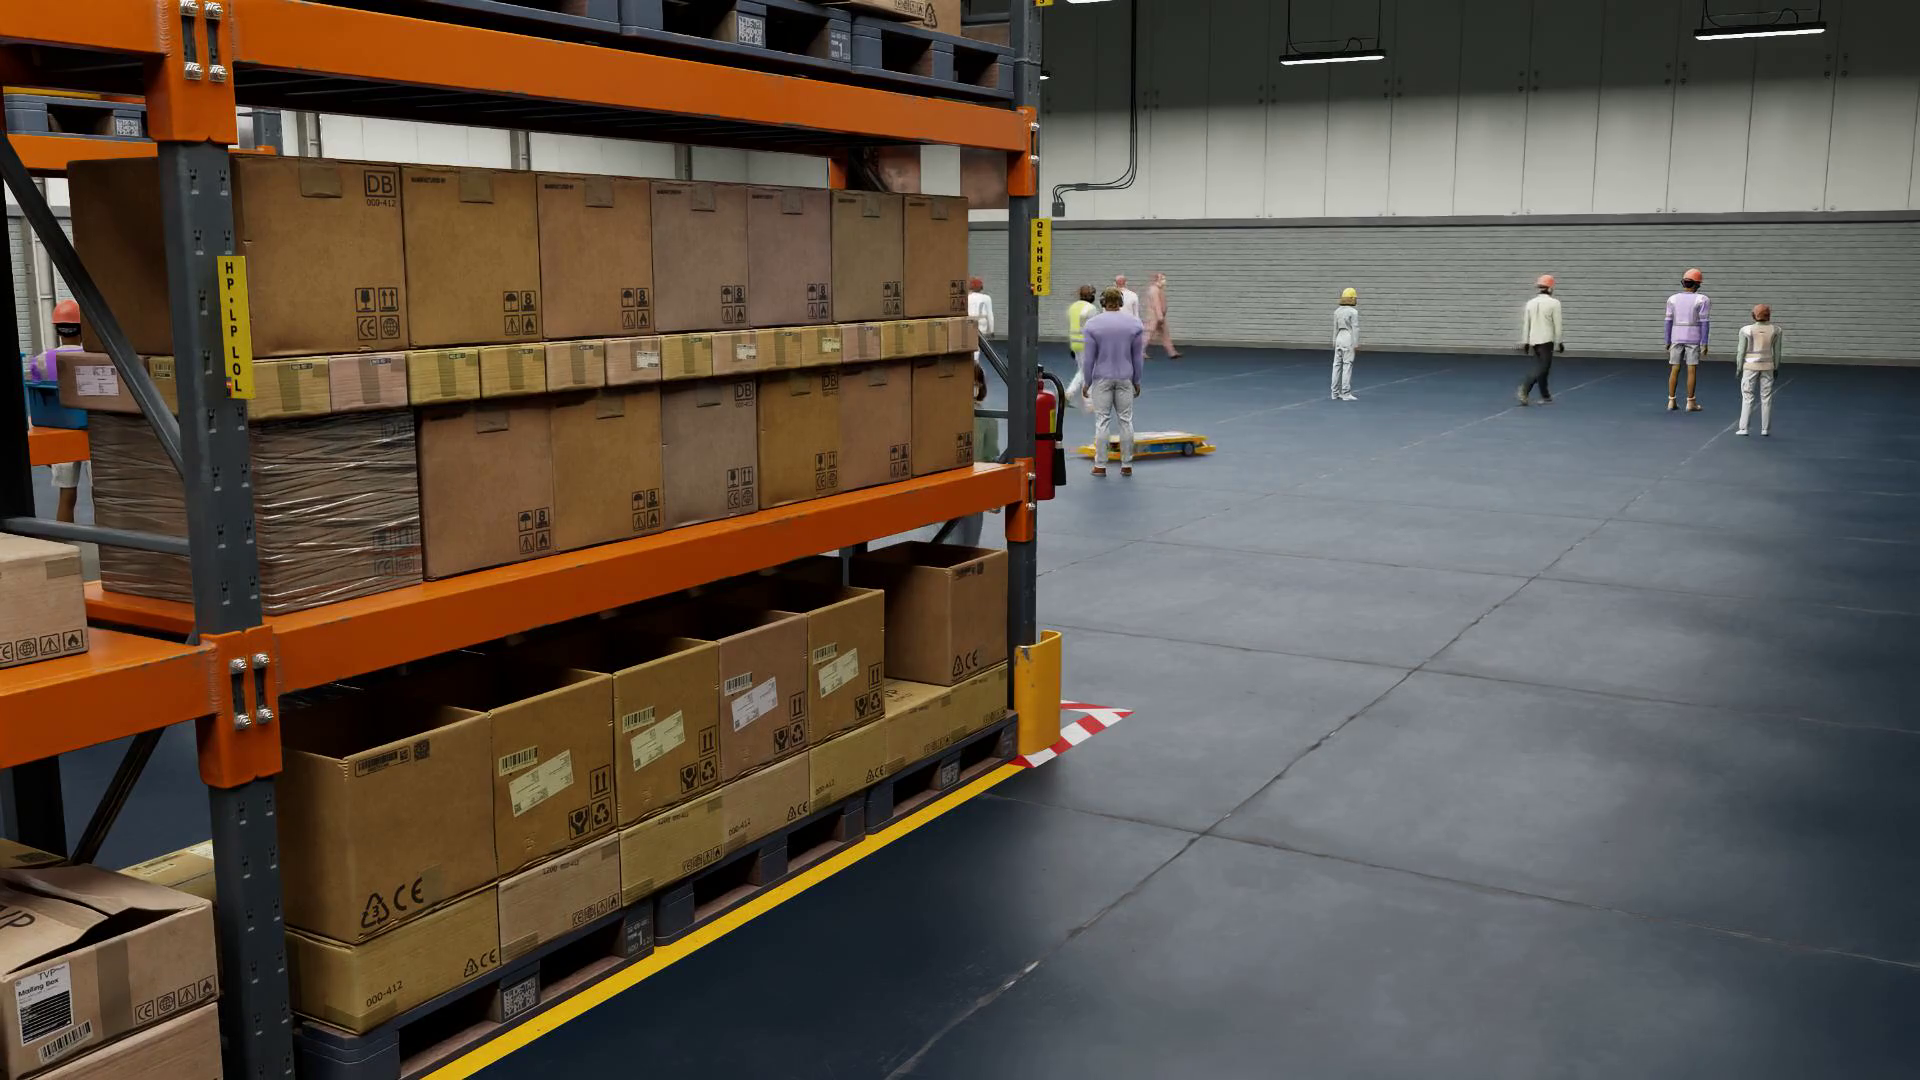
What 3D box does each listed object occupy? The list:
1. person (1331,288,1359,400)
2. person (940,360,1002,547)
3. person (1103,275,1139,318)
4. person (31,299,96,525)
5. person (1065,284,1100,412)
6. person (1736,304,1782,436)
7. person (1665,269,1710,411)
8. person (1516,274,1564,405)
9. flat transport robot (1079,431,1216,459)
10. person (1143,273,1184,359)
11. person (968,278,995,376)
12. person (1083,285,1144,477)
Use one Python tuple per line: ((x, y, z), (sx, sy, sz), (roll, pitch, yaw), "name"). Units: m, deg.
((6.005, -3.038, 25.824), (0.323, 1.738, 0.484), (-5, 11, -29), "person")
((0.022, -0.275, 9.959), (0.519, 1.617, 0.371), (-5, 11, -28), "person")
((2.890, -3.812, 29.937), (0.648, 1.885, 0.726), (1, 10, 5), "person")
((-6.139, -0.705, 11.619), (0.540, 1.929, 0.384), (-1, 10, -8), "person")
((1.807, -2.734, 23.756), (0.494, 1.831, 0.652), (-5, 11, -26), "person")
((9.882, -2.096, 20.595), (0.511, 1.638, 0.307), (2, 10, 10), "person")
((10.484, -2.877, 23.975), (0.394, 2.041, 0.612), (-9, 13, -44), "person")
((8.693, -2.996, 24.924), (0.892, 1.964, 0.617), (-5, 11, -25), "person")
((2.105, -1.071, 18.582), (1.431, 0.197, 0.652), (-6, 11, -31), "flat transport robot")
((4.318, -4.828, 35.949), (0.989, 1.851, 0.668), (3, 10, 16), "person")
((0.303, -3.722, 29.543), (0.574, 1.831, 0.992), (5, 11, 26), "person")
((1.537, -1.599, 16.806), (0.627, 1.938, 0.372), (-1, 10, -7), "person")
